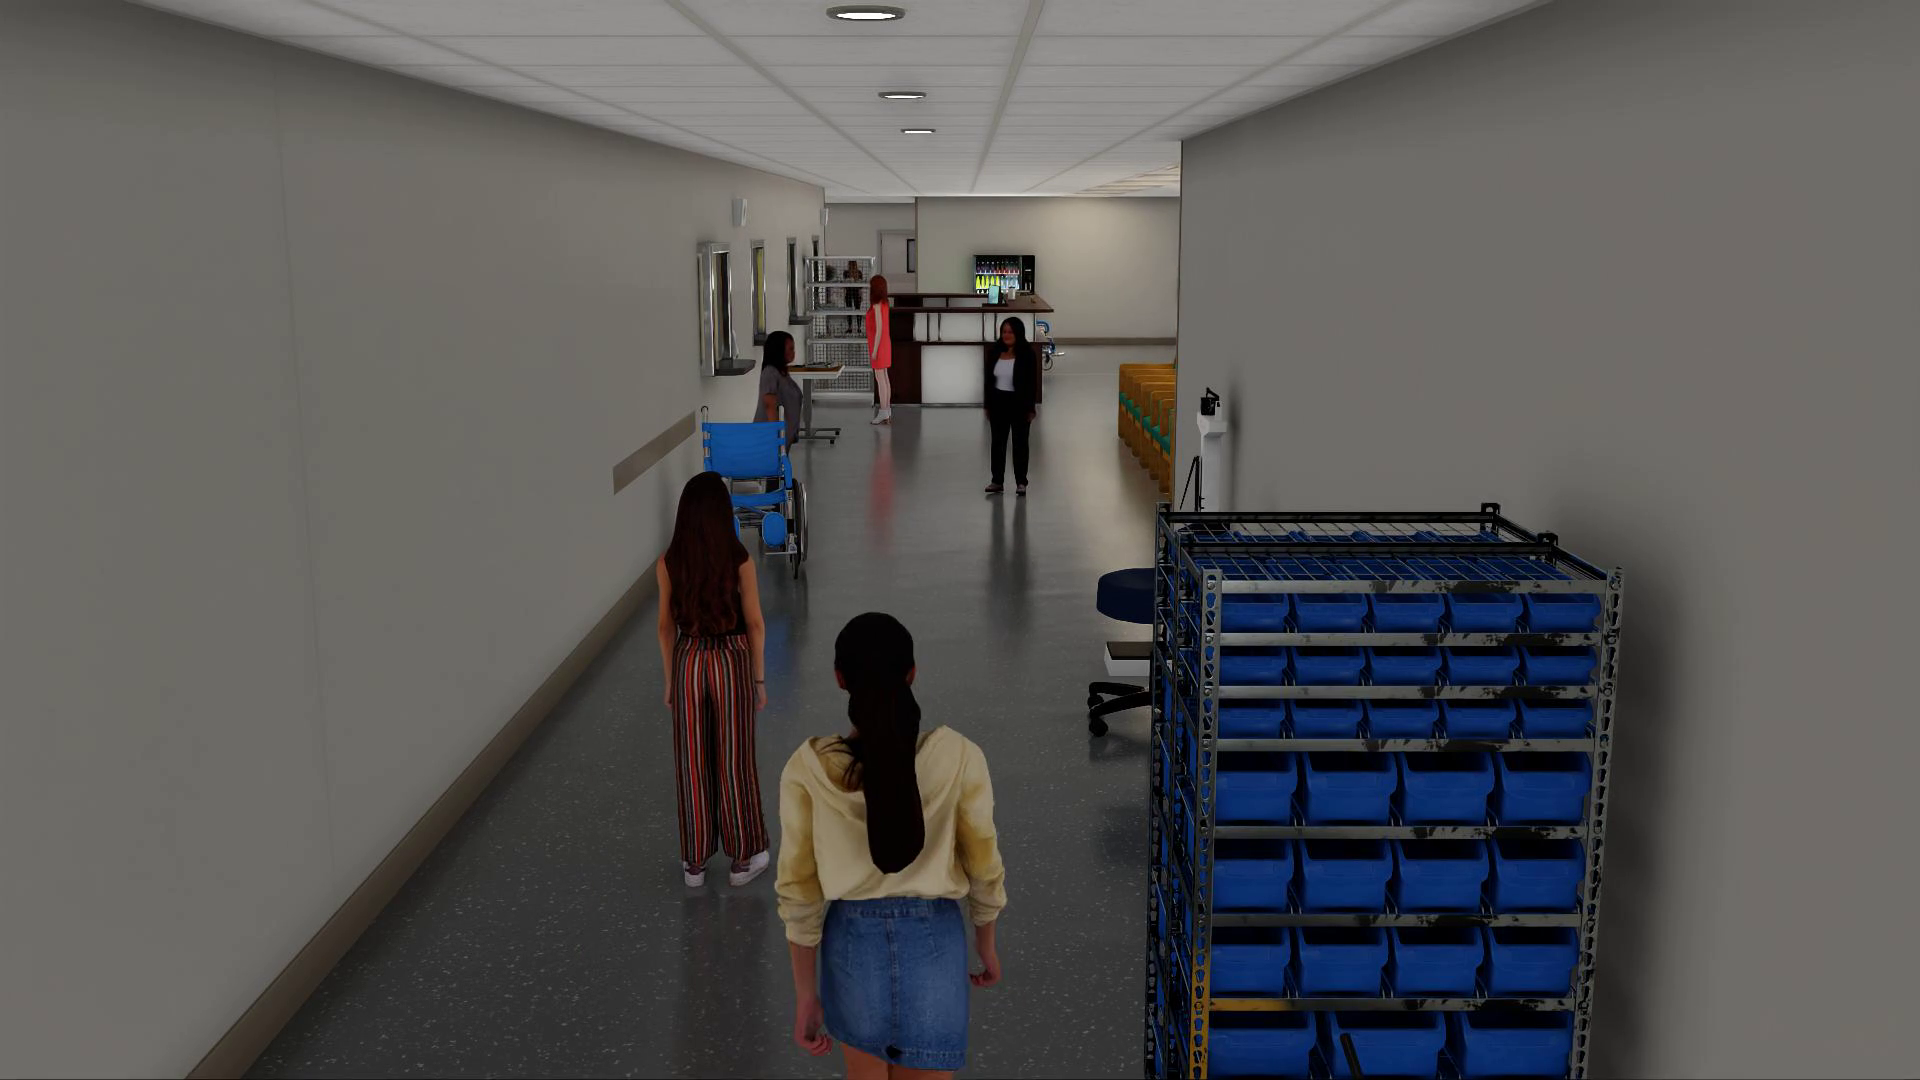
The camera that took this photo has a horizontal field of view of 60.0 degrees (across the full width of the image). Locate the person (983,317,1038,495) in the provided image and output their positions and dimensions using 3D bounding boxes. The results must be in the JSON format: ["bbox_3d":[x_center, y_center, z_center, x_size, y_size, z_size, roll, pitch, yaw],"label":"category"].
[{"bbox_3d":[0.465,-1.227,15.180,0.660,1.616,0.781,3,11,17],"label":"person"}]

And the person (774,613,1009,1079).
[{"bbox_3d":[-0.137,0.997,3.558,1.065,1.581,0.730,0,11,2],"label":"person"}]

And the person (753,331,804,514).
[{"bbox_3d":[-1.501,-0.880,13.401,0.637,1.599,0.628,-1,11,-3],"label":"person"}]

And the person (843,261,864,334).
[{"bbox_3d":[-2.429,-5.560,37.760,0.532,1.713,0.705,-2,11,-12],"label":"person"}]

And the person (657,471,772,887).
[{"bbox_3d":[-0.920,0.508,6.186,0.462,1.562,0.614,1,11,3],"label":"person"}]

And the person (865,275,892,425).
[{"bbox_3d":[-0.989,-2.357,20.572,0.567,1.826,0.638,2,11,10],"label":"person"}]
